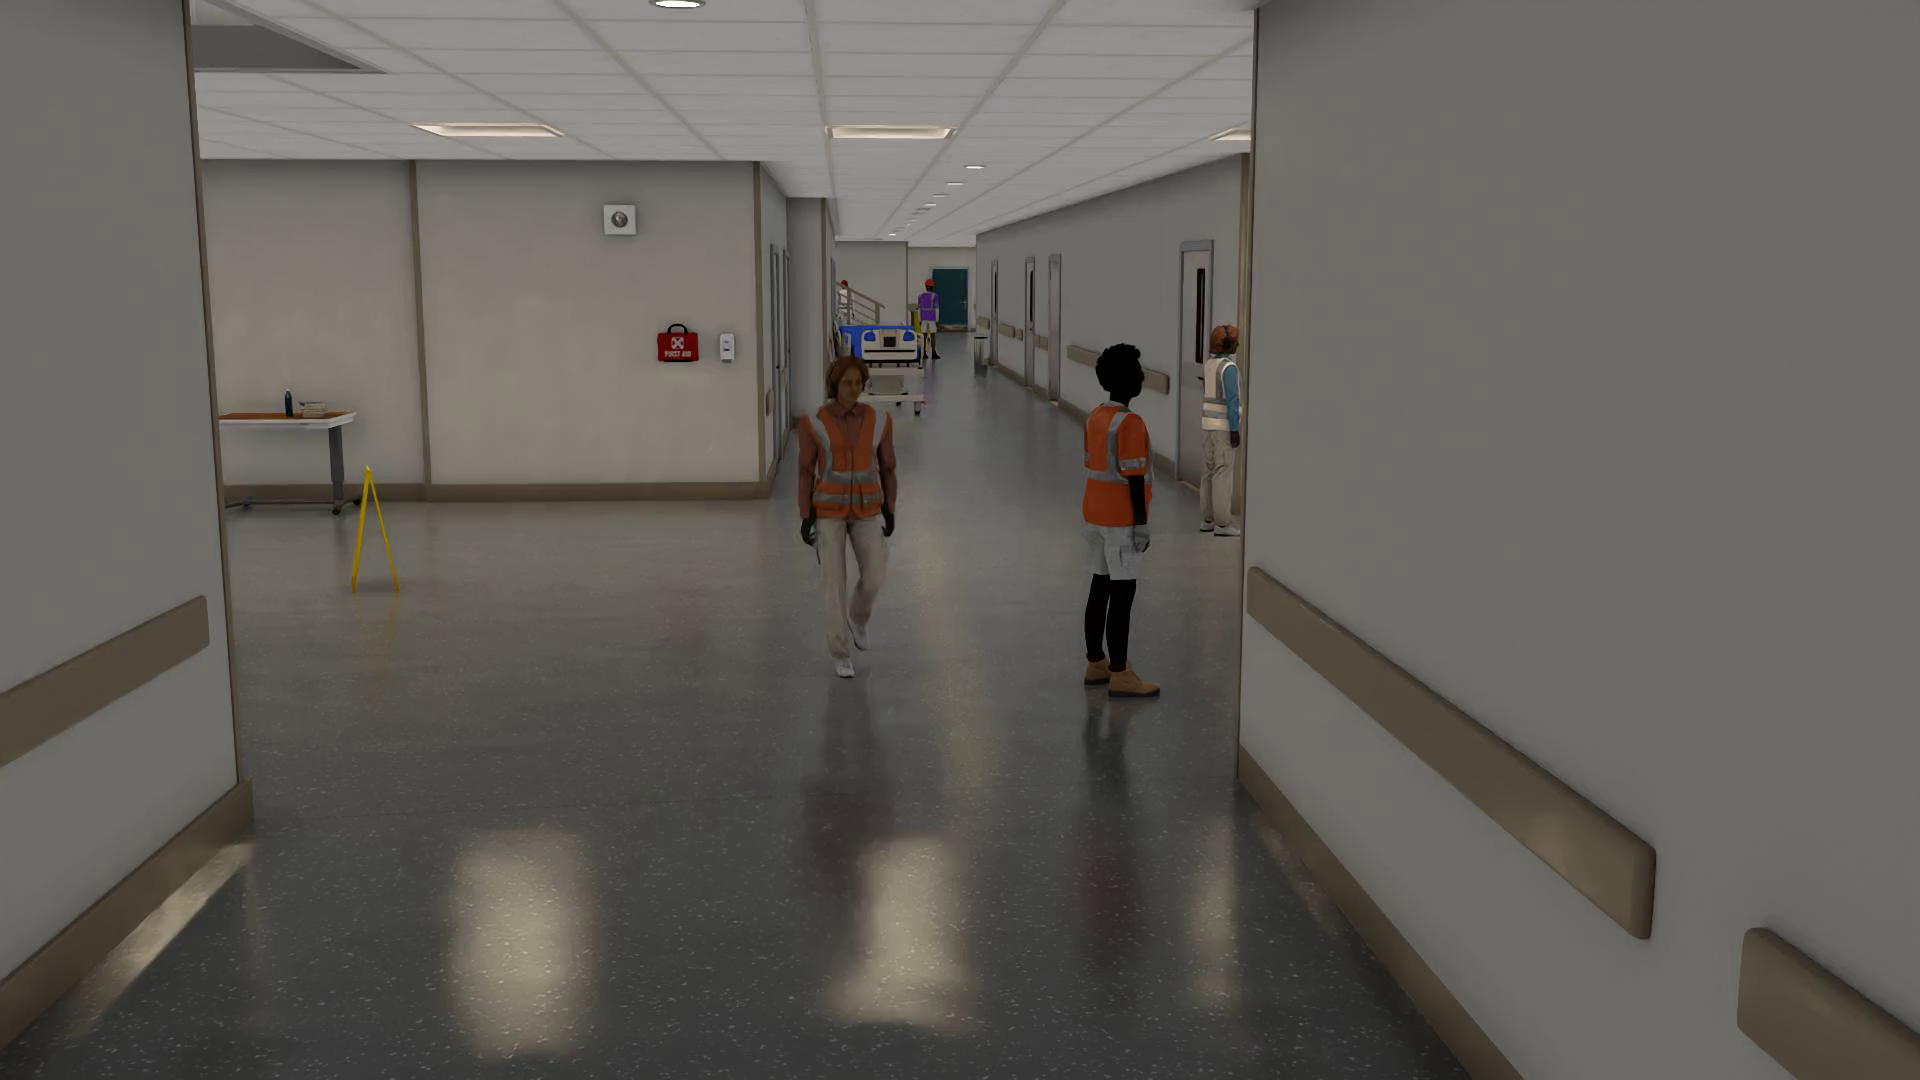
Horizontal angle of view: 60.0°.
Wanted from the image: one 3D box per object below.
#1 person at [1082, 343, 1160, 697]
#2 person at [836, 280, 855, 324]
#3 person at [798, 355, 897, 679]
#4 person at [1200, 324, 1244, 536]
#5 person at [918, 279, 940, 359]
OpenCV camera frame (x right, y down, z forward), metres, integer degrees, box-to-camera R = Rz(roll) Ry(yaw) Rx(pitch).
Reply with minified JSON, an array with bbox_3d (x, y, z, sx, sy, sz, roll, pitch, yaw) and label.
[{"bbox_3d":[0.766,-0.096,8.027,0.318,1.700,0.535,-3,10,-20],"label":"person"},{"bbox_3d":[-3.359,-6.652,48.609,0.575,1.885,0.355,-1,9,-6],"label":"person"},{"bbox_3d":[-0.585,-0.131,8.465,0.524,1.624,0.446,-3,9,-17],"label":"person"},{"bbox_3d":[2.038,-0.851,12.955,0.309,1.641,0.513,-3,9,-15],"label":"person"},{"bbox_3d":[-0.747,-5.356,40.302,0.547,1.939,0.376,4,10,25],"label":"person"}]
